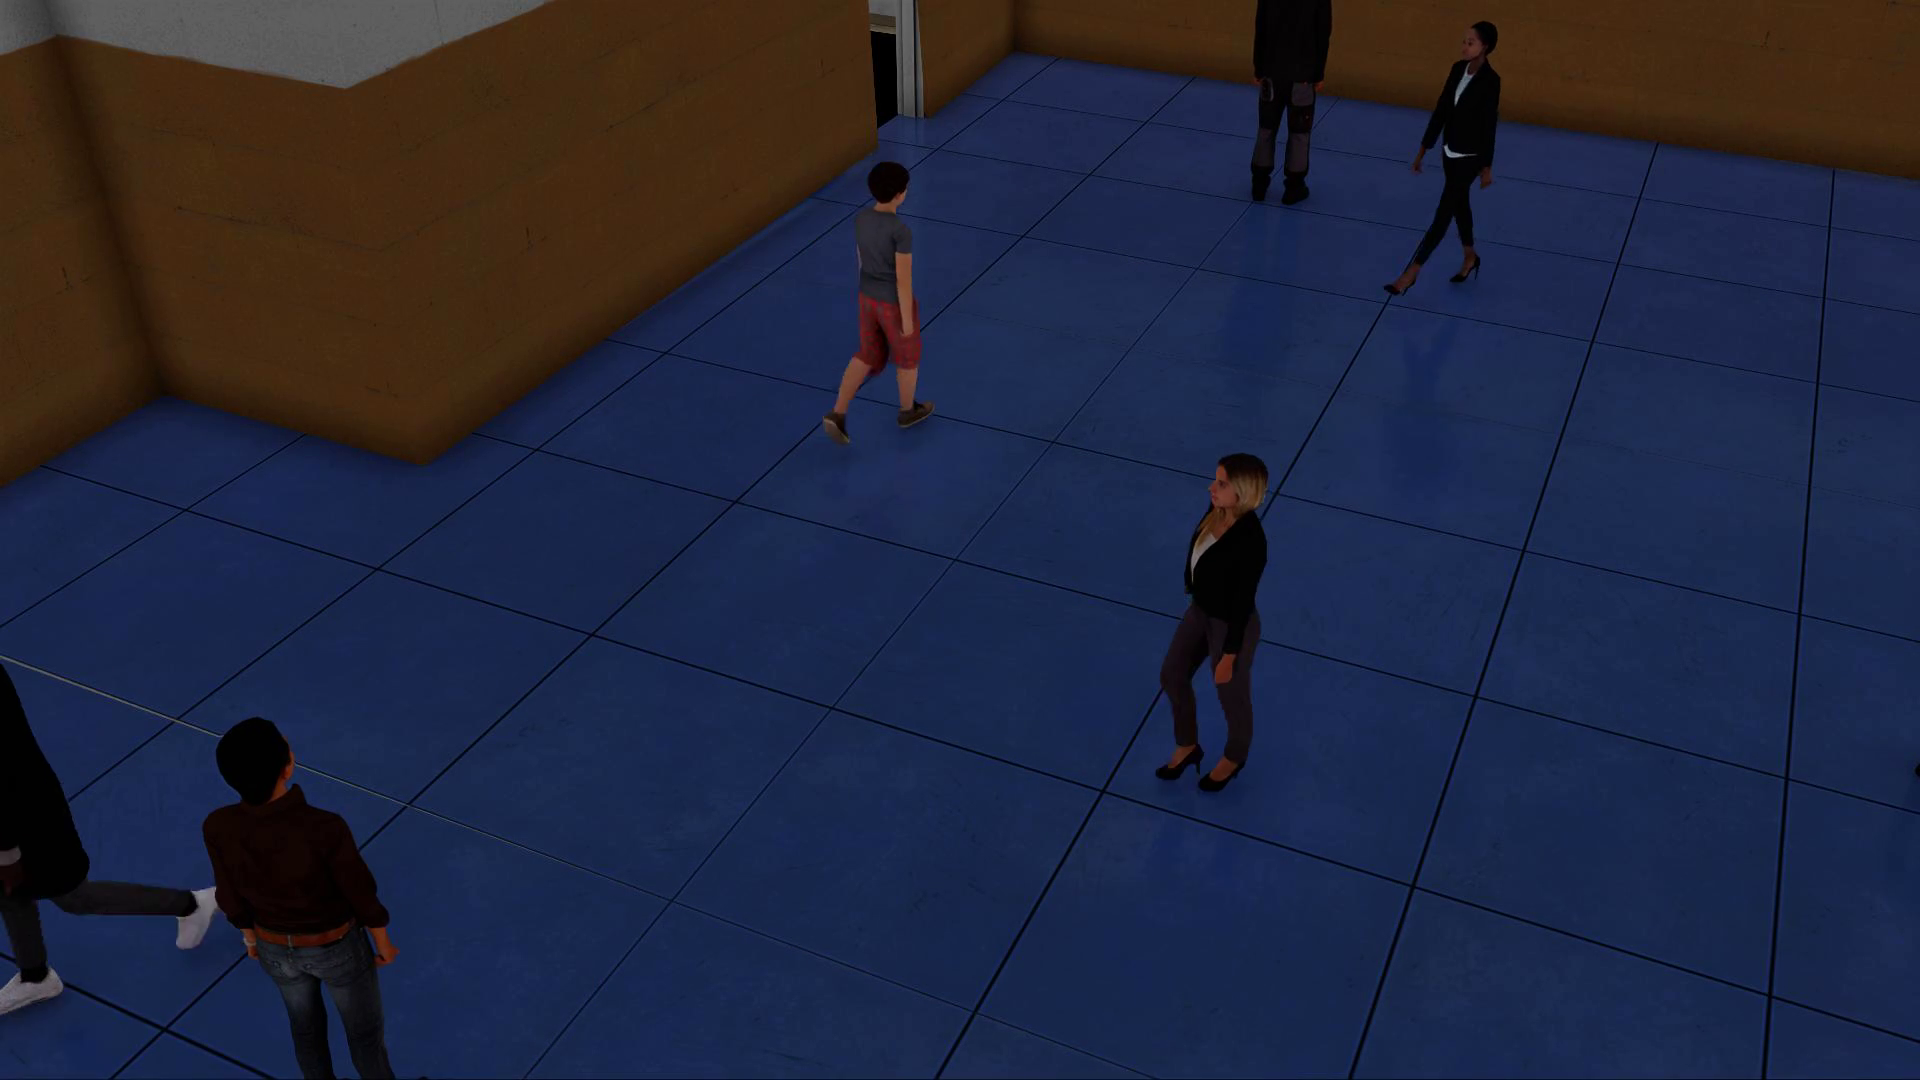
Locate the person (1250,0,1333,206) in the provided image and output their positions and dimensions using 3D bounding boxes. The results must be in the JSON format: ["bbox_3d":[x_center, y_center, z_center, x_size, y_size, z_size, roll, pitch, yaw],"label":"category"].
[{"bbox_3d":[2.413,-3.438,12.205,0.521,1.946,0.757,13,36,19],"label":"person"}]

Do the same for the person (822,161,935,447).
[{"bbox_3d":[-0.477,-1.268,9.222,1.052,1.625,0.837,25,41,33],"label":"person"}]

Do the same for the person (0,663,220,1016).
[{"bbox_3d":[-3.181,0.939,5.815,1.105,1.736,1.157,-19,38,-26],"label":"person"}]

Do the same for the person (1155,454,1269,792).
[{"bbox_3d":[1.147,0.364,6.748,0.786,1.661,0.732,-10,35,-14],"label":"person"}]

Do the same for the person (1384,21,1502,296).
[{"bbox_3d":[3.352,-2.470,10.884,1.115,1.797,1.071,-13,36,-18],"label":"person"}]

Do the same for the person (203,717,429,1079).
[{"bbox_3d":[-2.048,1.280,5.261,0.614,1.782,0.774,1,34,1],"label":"person"}]
